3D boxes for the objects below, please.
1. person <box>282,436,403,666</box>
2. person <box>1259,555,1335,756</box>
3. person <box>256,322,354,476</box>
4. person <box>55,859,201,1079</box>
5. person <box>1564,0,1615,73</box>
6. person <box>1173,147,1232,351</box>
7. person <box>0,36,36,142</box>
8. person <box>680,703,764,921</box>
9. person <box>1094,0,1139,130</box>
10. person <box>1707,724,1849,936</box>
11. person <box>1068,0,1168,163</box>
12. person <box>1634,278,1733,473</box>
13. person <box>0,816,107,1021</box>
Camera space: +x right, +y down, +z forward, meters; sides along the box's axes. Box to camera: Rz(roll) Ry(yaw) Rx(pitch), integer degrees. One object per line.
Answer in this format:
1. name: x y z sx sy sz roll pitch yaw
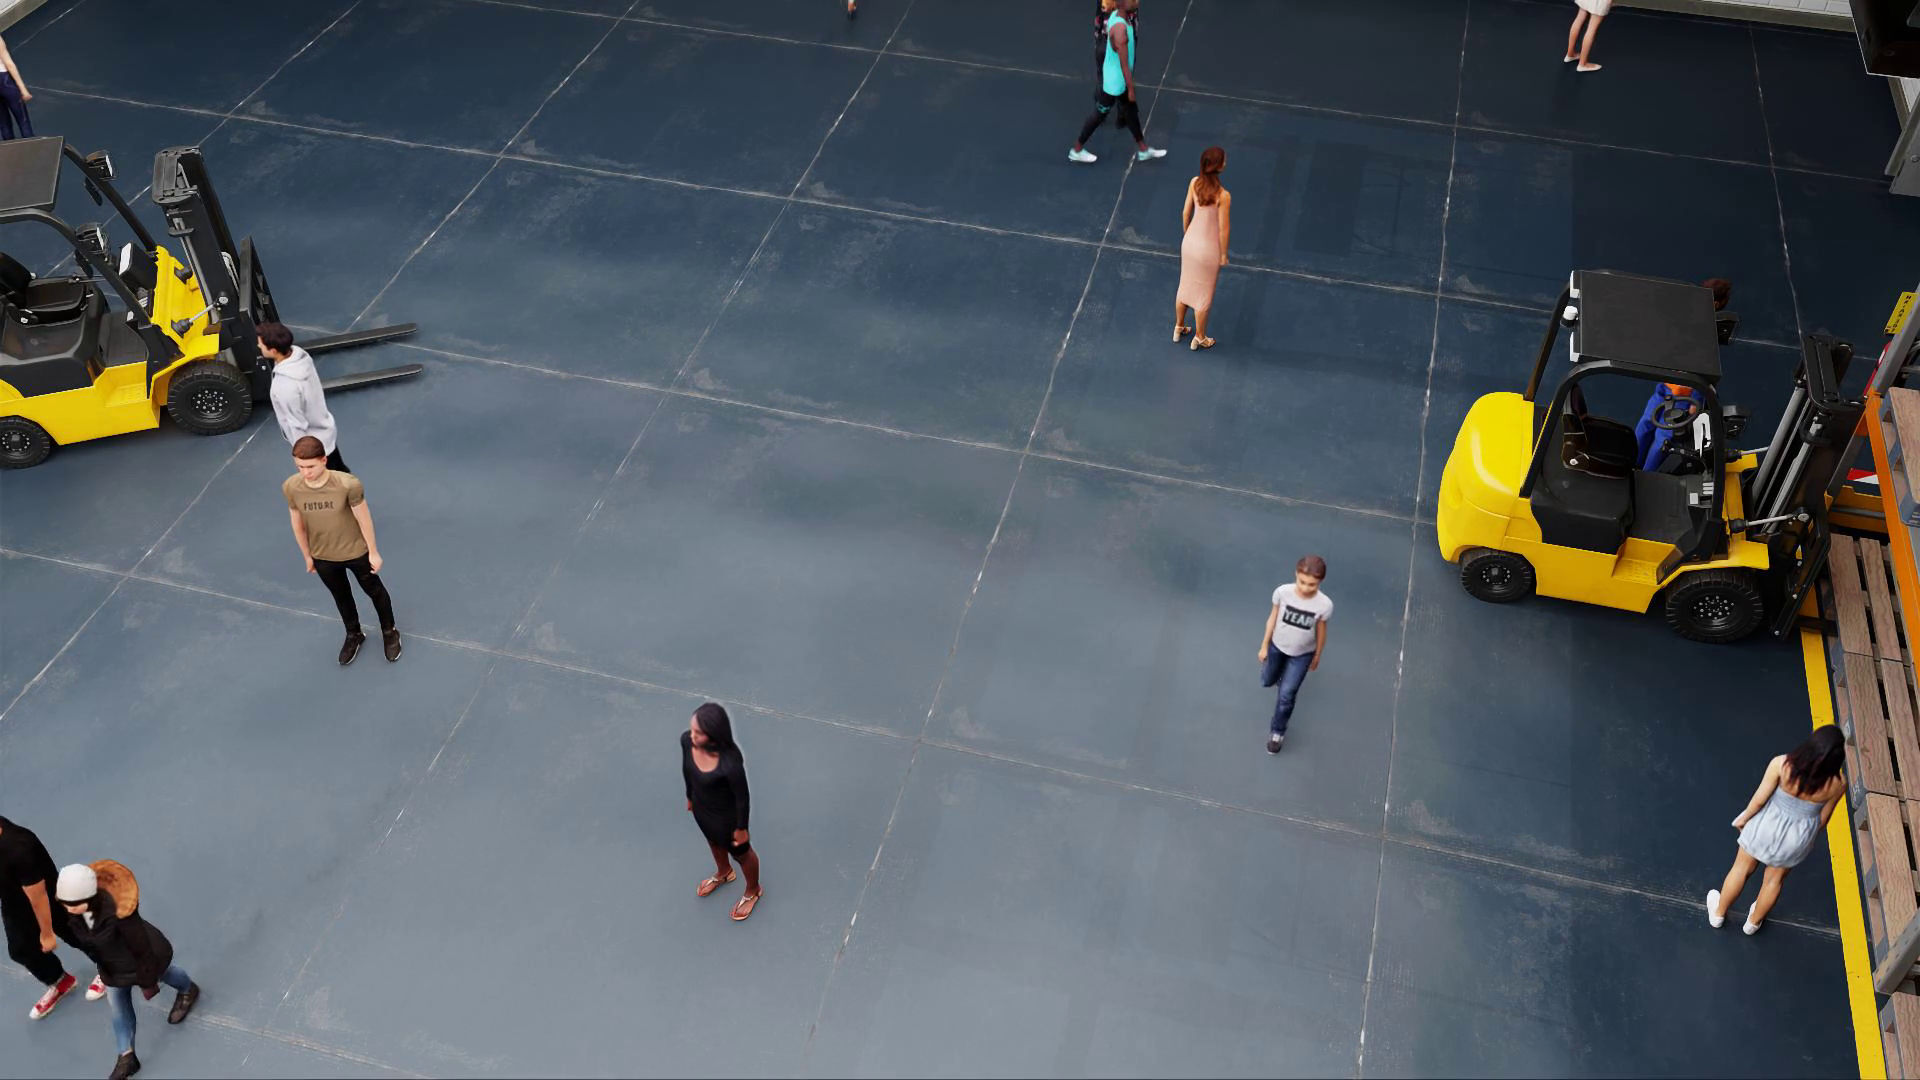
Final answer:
1. person: -4.047 0.053 10.889 0.732 1.852 0.694 -3 44 -4
2. person: 2.105 0.630 10.503 0.639 1.549 0.911 18 46 18
3. person: -4.529 -0.744 11.670 0.817 1.929 0.668 -6 44 -6
4. person: -4.395 2.136 8.883 0.686 1.604 0.983 9 44 9
5. person: 6.523 -5.650 16.978 0.711 1.711 0.626 -13 45 -13
6. person: 1.951 -2.354 13.432 0.685 1.831 0.673 -33 52 -30
7. person: -8.940 -4.223 15.484 0.601 1.706 0.534 8 44 9
8. person: -1.358 1.529 9.435 0.675 1.720 0.634 29 51 27
9. person: 1.497 -4.789 16.095 0.593 1.682 0.542 16 46 16
10. person: 4.598 1.625 9.328 0.608 1.729 0.557 15 46 16
11. person: 1.357 -4.270 15.491 0.832 1.764 1.154 4 44 4
12. person: 5.242 -1.127 12.119 0.828 1.864 0.689 -6 44 -6
13. person: -4.946 1.894 9.040 0.661 1.738 0.753 14 45 14
